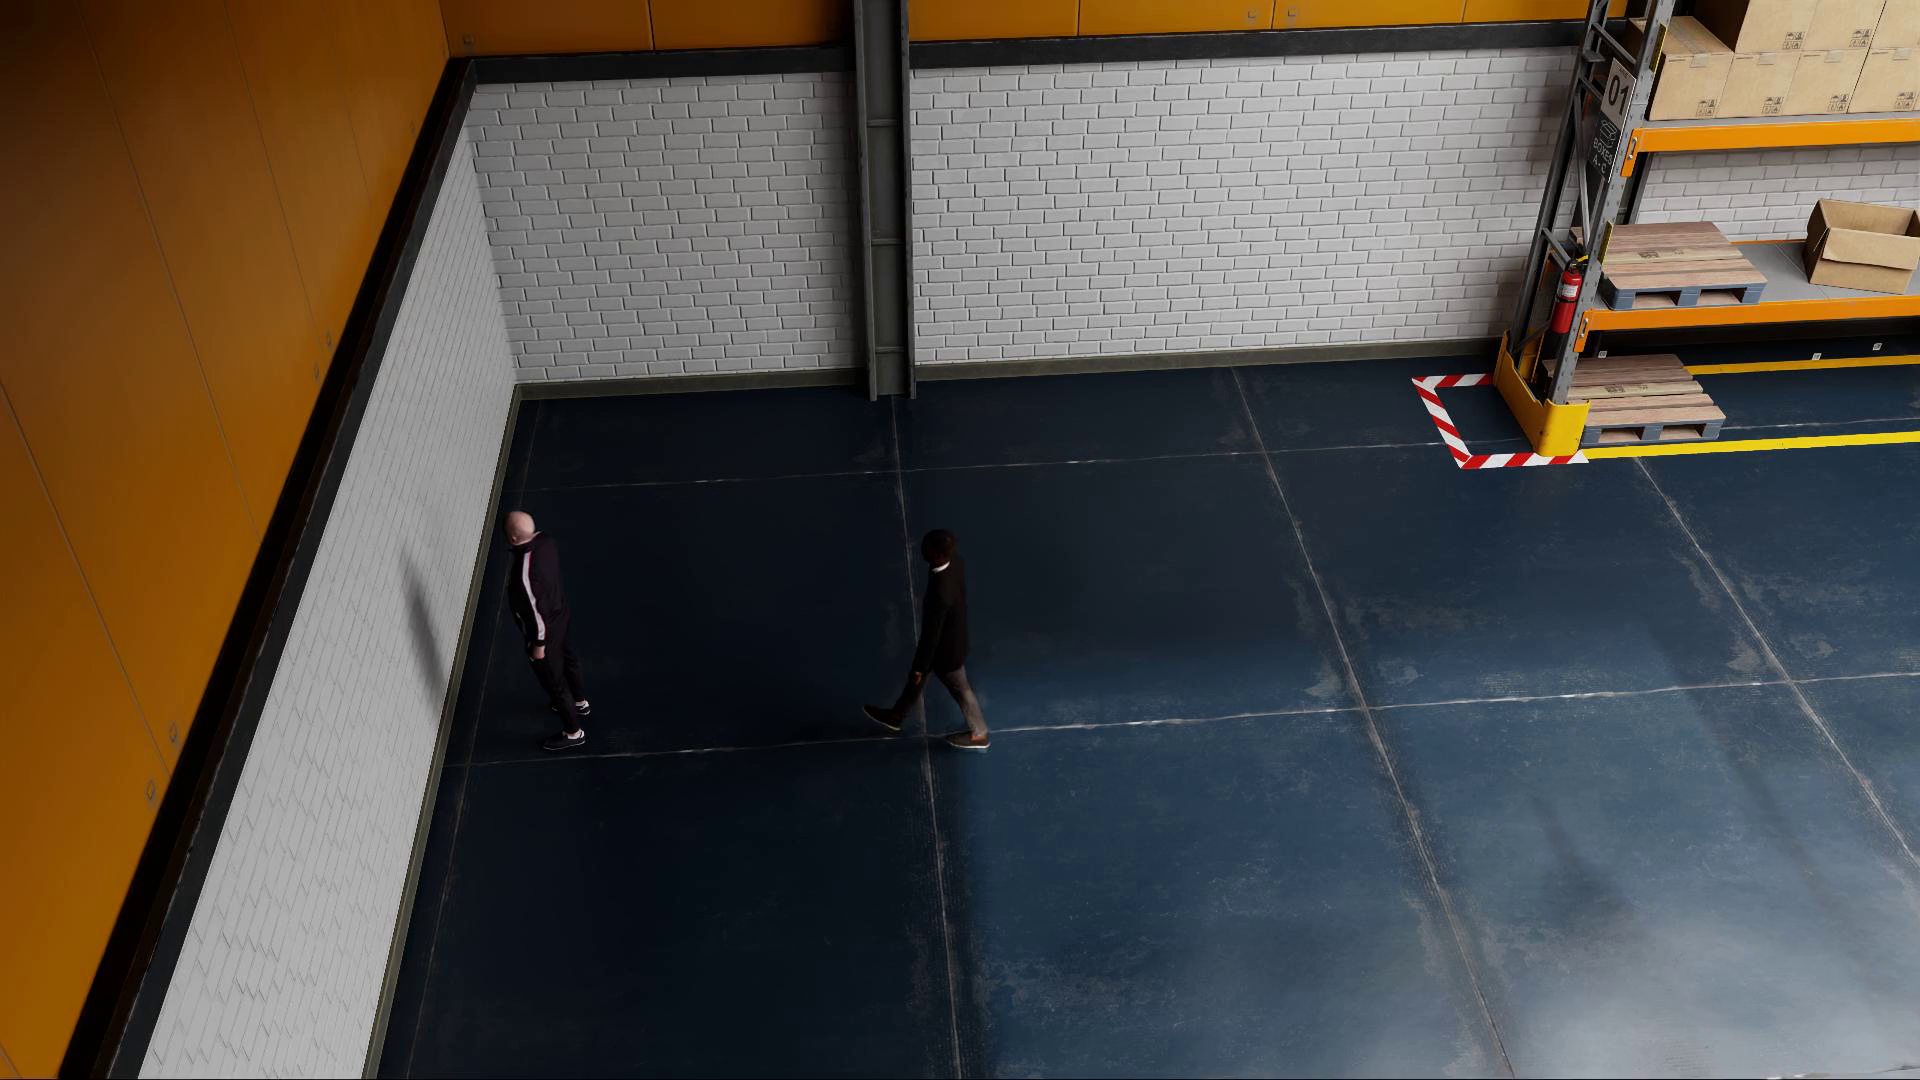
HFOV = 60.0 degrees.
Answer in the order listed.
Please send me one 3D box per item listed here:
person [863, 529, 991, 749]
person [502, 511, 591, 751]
[{"bbox_3d":[-0.005,0.675,10.461,1.144,1.766,0.826,4,39,5],"label":"person"},{"bbox_3d":[-2.618,0.552,10.561,0.579,1.833,0.690,-1,39,-1],"label":"person"}]
